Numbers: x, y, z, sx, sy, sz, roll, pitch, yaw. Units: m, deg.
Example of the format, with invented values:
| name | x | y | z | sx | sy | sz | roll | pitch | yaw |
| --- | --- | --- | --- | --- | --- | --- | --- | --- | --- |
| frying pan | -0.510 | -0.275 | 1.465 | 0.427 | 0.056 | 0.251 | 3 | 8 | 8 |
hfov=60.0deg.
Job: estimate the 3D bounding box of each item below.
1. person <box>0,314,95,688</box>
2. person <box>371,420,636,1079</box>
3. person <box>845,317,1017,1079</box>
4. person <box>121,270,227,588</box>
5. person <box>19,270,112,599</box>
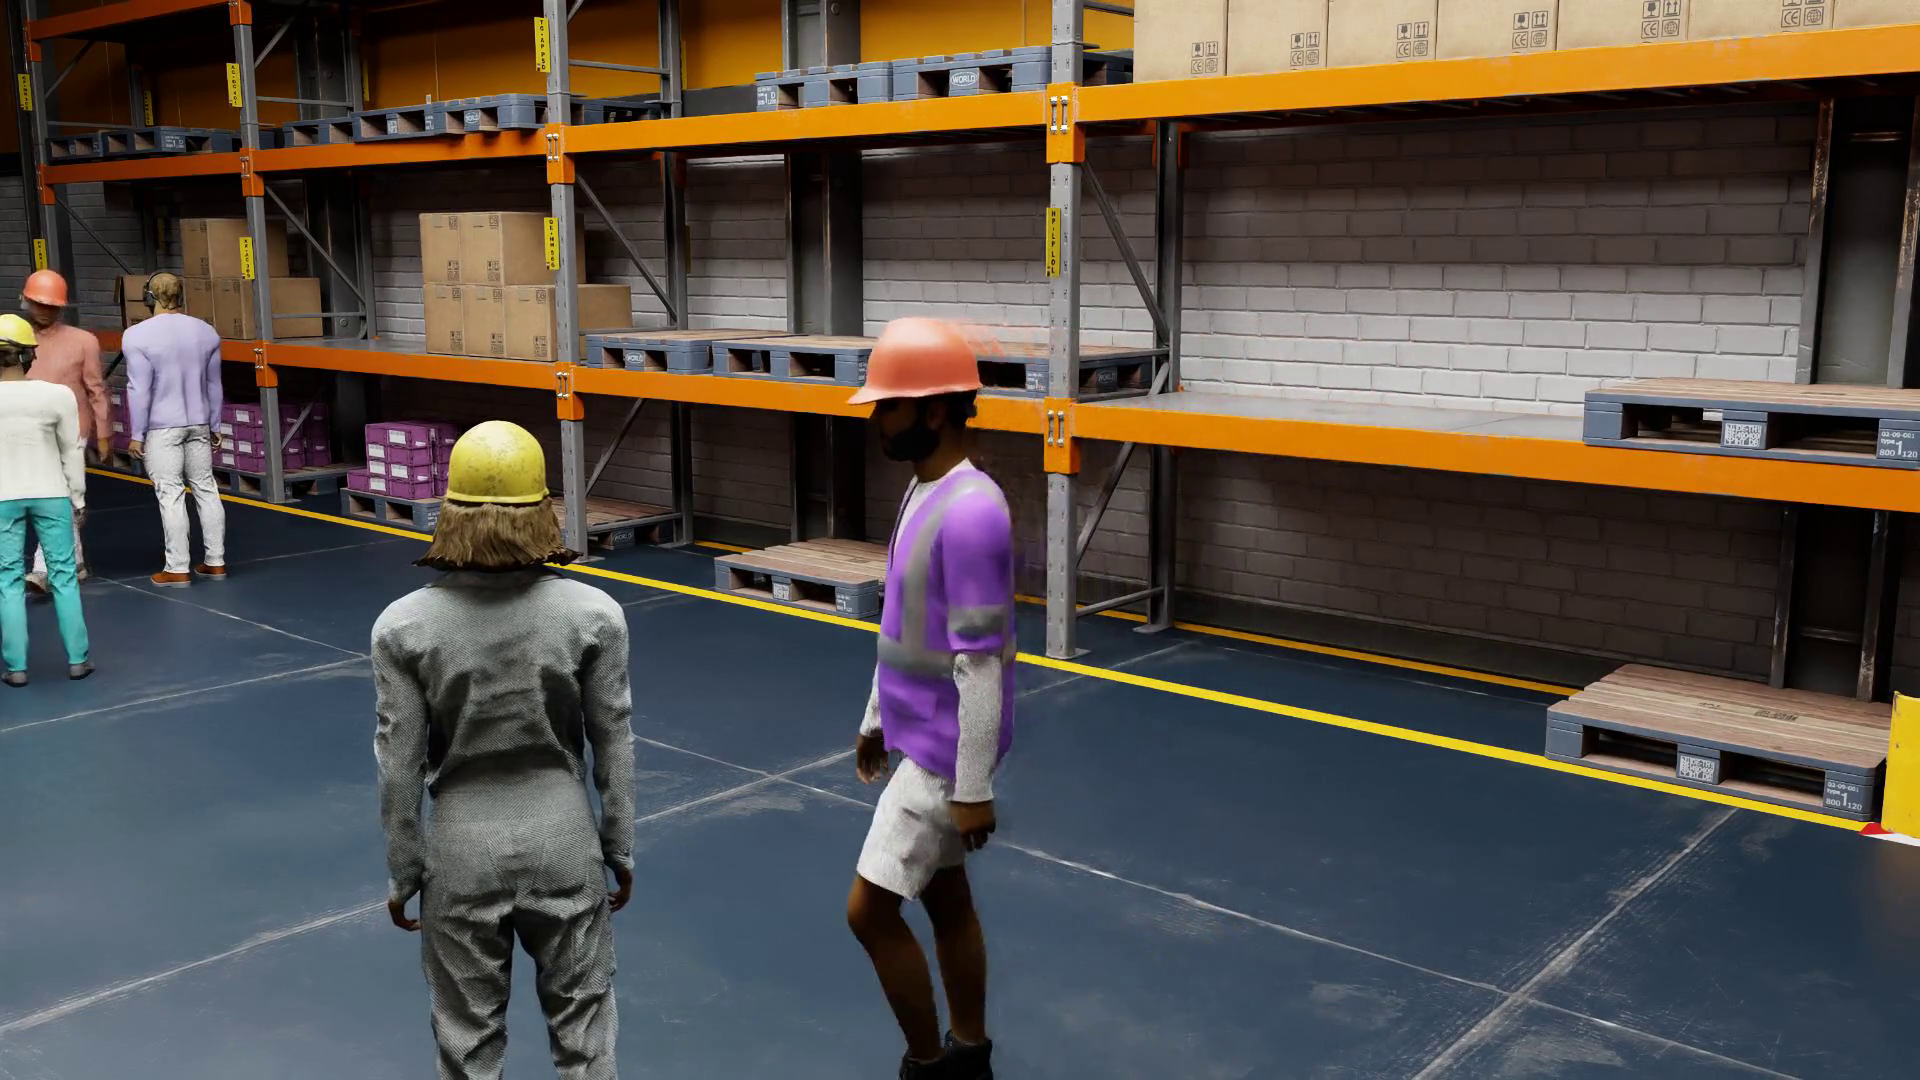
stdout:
| name | x | y | z | sx | sy | sz | roll | pitch | yaw |
| --- | --- | --- | --- | --- | --- | --- | --- | --- | --- |
| person | -4.446 | -0.183 | 7.914 | 0.527 | 1.765 | 0.329 | -6 | 11 | -29 |
| person | -0.895 | 0.632 | 3.327 | 0.494 | 1.743 | 0.308 | -3 | 11 | -19 |
| person | -0.136 | 0.459 | 3.816 | 0.534 | 1.922 | 0.563 | -1 | 10 | -8 |
| person | -4.812 | -0.676 | 10.220 | 0.353 | 1.937 | 0.635 | 6 | 11 | 30 |
| person | -5.500 | -0.624 | 9.898 | 0.713 | 1.925 | 1.036 | -1 | 10 | -5 |
